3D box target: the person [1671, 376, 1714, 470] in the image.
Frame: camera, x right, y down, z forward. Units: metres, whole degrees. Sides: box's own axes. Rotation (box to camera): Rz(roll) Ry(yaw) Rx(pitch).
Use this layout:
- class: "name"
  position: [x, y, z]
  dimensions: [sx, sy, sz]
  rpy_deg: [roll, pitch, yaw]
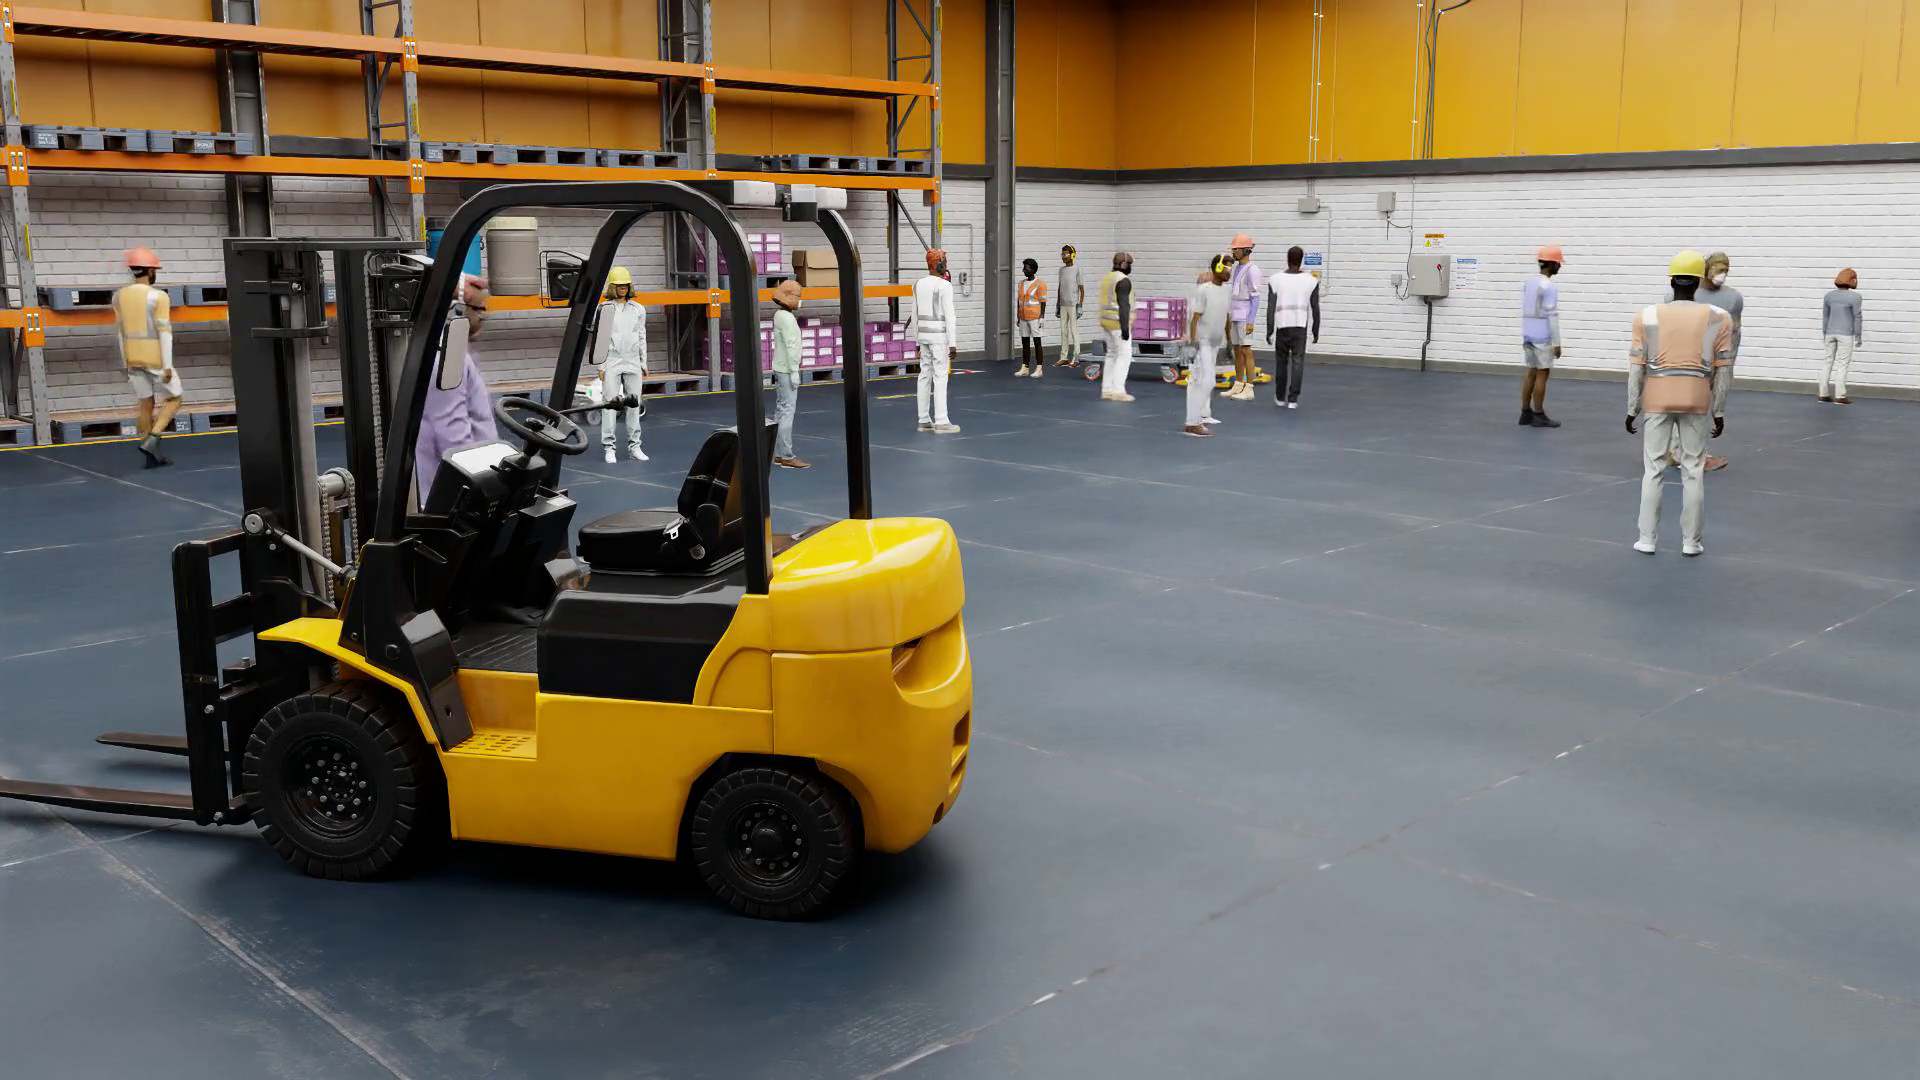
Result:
- class: "person"
  position: [6.344, -1.432, 14.486]
  dimensions: [0.371, 1.634, 0.540]
  rpy_deg: [-3, 11, -15]

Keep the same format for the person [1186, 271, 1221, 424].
- class: "person"
  position: [2.624, -2.065, 17.907]
  dimensions: [0.312, 1.636, 0.518]
  rpy_deg: [-4, 11, -20]

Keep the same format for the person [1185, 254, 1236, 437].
- class: "person"
  position: [2.521, -1.955, 16.776]
  dimensions: [0.510, 1.833, 0.558]
  rpy_deg: [9, 14, 40]

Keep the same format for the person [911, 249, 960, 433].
- class: "person"
  position: [-0.251, -2.038, 17.082]
  dimensions: [0.343, 1.882, 0.586]
  rpy_deg: [-10, 14, -42]

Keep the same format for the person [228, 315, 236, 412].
- class: "person"
  position: [-4.705, -0.978, 11.374]
  dimensions: [0.522, 1.865, 0.357]
  rpy_deg: [0, 10, 1]

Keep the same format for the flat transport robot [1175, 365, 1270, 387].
- class: "flat transport robot"
  position: [3.557, -2.214, 22.443]
  dimensions: [0.652, 0.197, 1.431]
  rpy_deg: [8, 13, 38]

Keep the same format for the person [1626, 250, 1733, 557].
- class: "person"
  position: [4.530, -0.857, 10.525]
  dimensions: [0.591, 1.925, 0.385]
  rpy_deg: [4, 11, 20]

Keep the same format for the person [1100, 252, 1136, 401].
- class: "person"
  position: [1.941, -2.623, 20.474]
  dimensions: [0.430, 1.816, 0.657]
  rpy_deg: [-3, 11, -14]

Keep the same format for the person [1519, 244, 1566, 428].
- class: "person"
  position: [6.144, -2.148, 17.559]
  dimensions: [0.377, 1.932, 0.577]
  rpy_deg: [-2, 11, -8]

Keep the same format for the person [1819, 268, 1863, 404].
- class: "person"
  position: [10.600, -2.445, 20.008]
  dimensions: [0.291, 1.629, 0.505]
  rpy_deg: [-5, 11, -24]

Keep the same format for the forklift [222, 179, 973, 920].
- class: "forklift"
  position: [-1.114, -0.058, 5.440]
  dimensions: [2.313, 2.155, 1.214]
  rpy_deg: [2, 11, 13]

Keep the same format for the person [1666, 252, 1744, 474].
- class: "person"
  position: [6.337, -1.523, 14.305]
  dimensions: [0.643, 1.889, 0.961]
  rpy_deg: [-1, 10, -5]

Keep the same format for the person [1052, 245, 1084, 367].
- class: "person"
  position: [1.672, -3.589, 25.583]
  dimensions: [0.312, 1.869, 0.536]
  rpy_deg: [-10, 14, -44]

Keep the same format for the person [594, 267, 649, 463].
- class: "person"
  position: [-3.017, -1.563, 14.878]
  dimensions: [0.492, 1.744, 0.295]
  rpy_deg: [-7, 12, -33]

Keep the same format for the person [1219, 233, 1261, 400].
- class: "person"
  position: [3.449, -2.738, 20.469]
  dimensions: [0.374, 2.042, 0.615]
  rpy_deg: [-3, 11, -16]

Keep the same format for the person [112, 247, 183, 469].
- class: "person"
  position: [-7.020, -1.557, 14.365]
  dimensions: [0.544, 1.925, 0.448]
  rpy_deg: [2, 11, 10]

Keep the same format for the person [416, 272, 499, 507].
- class: "person"
  position: [-2.213, -0.193, 7.103]
  dimensions: [0.541, 1.867, 0.834]
  rpy_deg: [-4, 11, -21]

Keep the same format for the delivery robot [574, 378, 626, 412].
- class: "delivery robot"
  position: [-3.813, -1.587, 17.996]
  dimensions: [0.477, 0.478, 0.707]
  rpy_deg: [9, 14, 41]

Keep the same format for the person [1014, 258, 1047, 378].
- class: "person"
  position: [1.004, -3.161, 23.716]
  dimensions: [0.316, 1.695, 0.541]
  rpy_deg: [-10, 14, -44]

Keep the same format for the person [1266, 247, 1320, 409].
- class: "person"
  position: [3.920, -2.497, 19.588]
  dimensions: [0.616, 1.880, 0.830]
  rpy_deg: [2, 11, 10]

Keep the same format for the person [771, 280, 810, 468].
- class: "person"
  position: [-1.499, -1.448, 14.554]
  dimensions: [0.283, 1.633, 0.498]
  rpy_deg: [-3, 11, -18]
